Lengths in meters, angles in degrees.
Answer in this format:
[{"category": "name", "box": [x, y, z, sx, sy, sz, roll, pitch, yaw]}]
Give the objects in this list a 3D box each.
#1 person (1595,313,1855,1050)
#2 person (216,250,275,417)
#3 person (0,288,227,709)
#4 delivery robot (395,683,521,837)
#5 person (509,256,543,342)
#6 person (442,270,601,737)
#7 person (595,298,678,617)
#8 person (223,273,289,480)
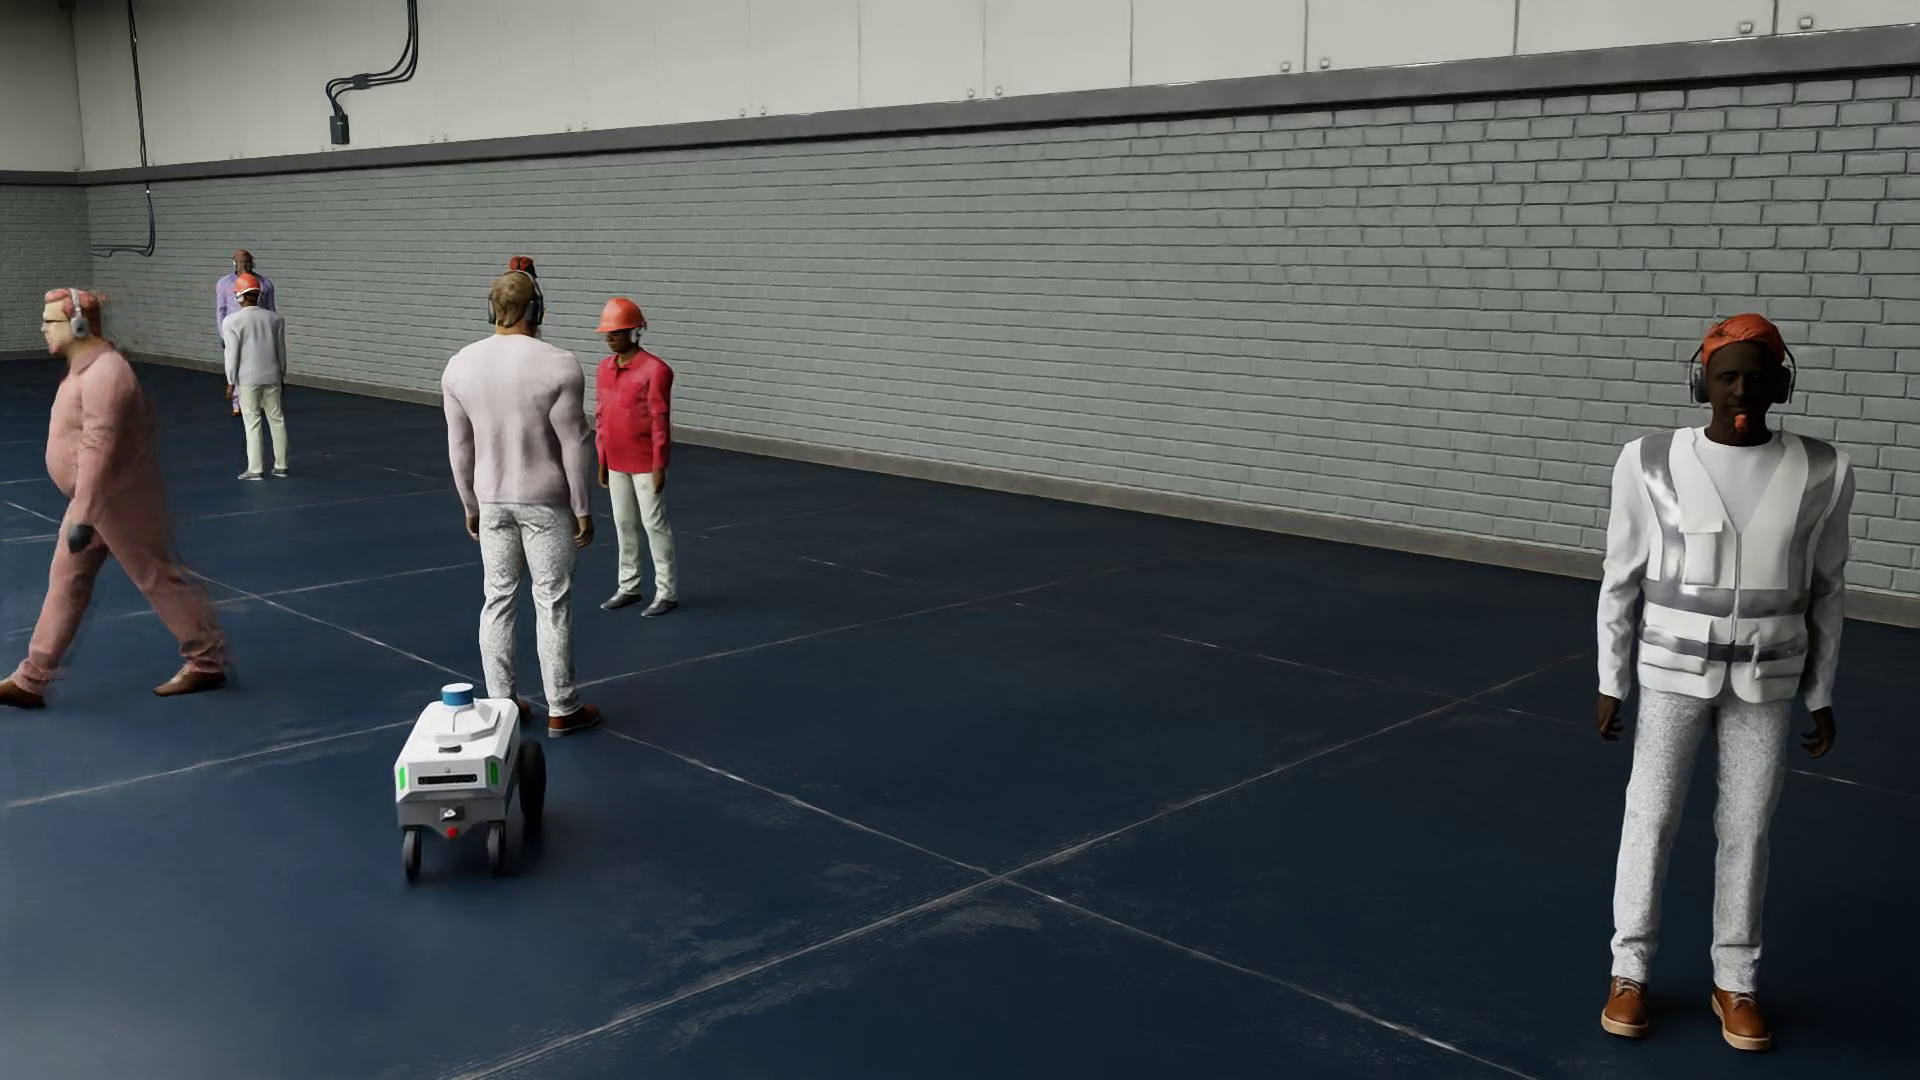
[{"category": "person", "box": [1.934, 0.369, 4.261, 0.585, 1.882, 0.344, 3, 11, 14]}, {"category": "person", "box": [-8.194, -2.374, 19.152, 0.638, 1.911, 0.406, -5, 12, -27]}, {"category": "person", "box": [-3.802, -0.169, 7.294, 1.046, 1.844, 0.668, -8, 13, -37]}, {"category": "delivery robot", "box": [-1.695, 0.732, 5.652, 0.477, 0.478, 0.707, -2, 11, -9]}, {"category": "person", "box": [-3.994, -1.654, 15.295, 0.352, 1.883, 0.580, -1, 10, -6]}, {"category": "person", "box": [-1.800, -0.139, 6.890, 0.630, 1.938, 0.373, 2, 11, 12]}, {"category": "person", "box": [-1.802, -0.448, 9.108, 0.565, 1.742, 0.353, 8, 13, 36]}, {"category": "person", "box": [-6.020, -1.390, 14.205, 0.334, 1.753, 0.562, 8, 13, 36]}]
